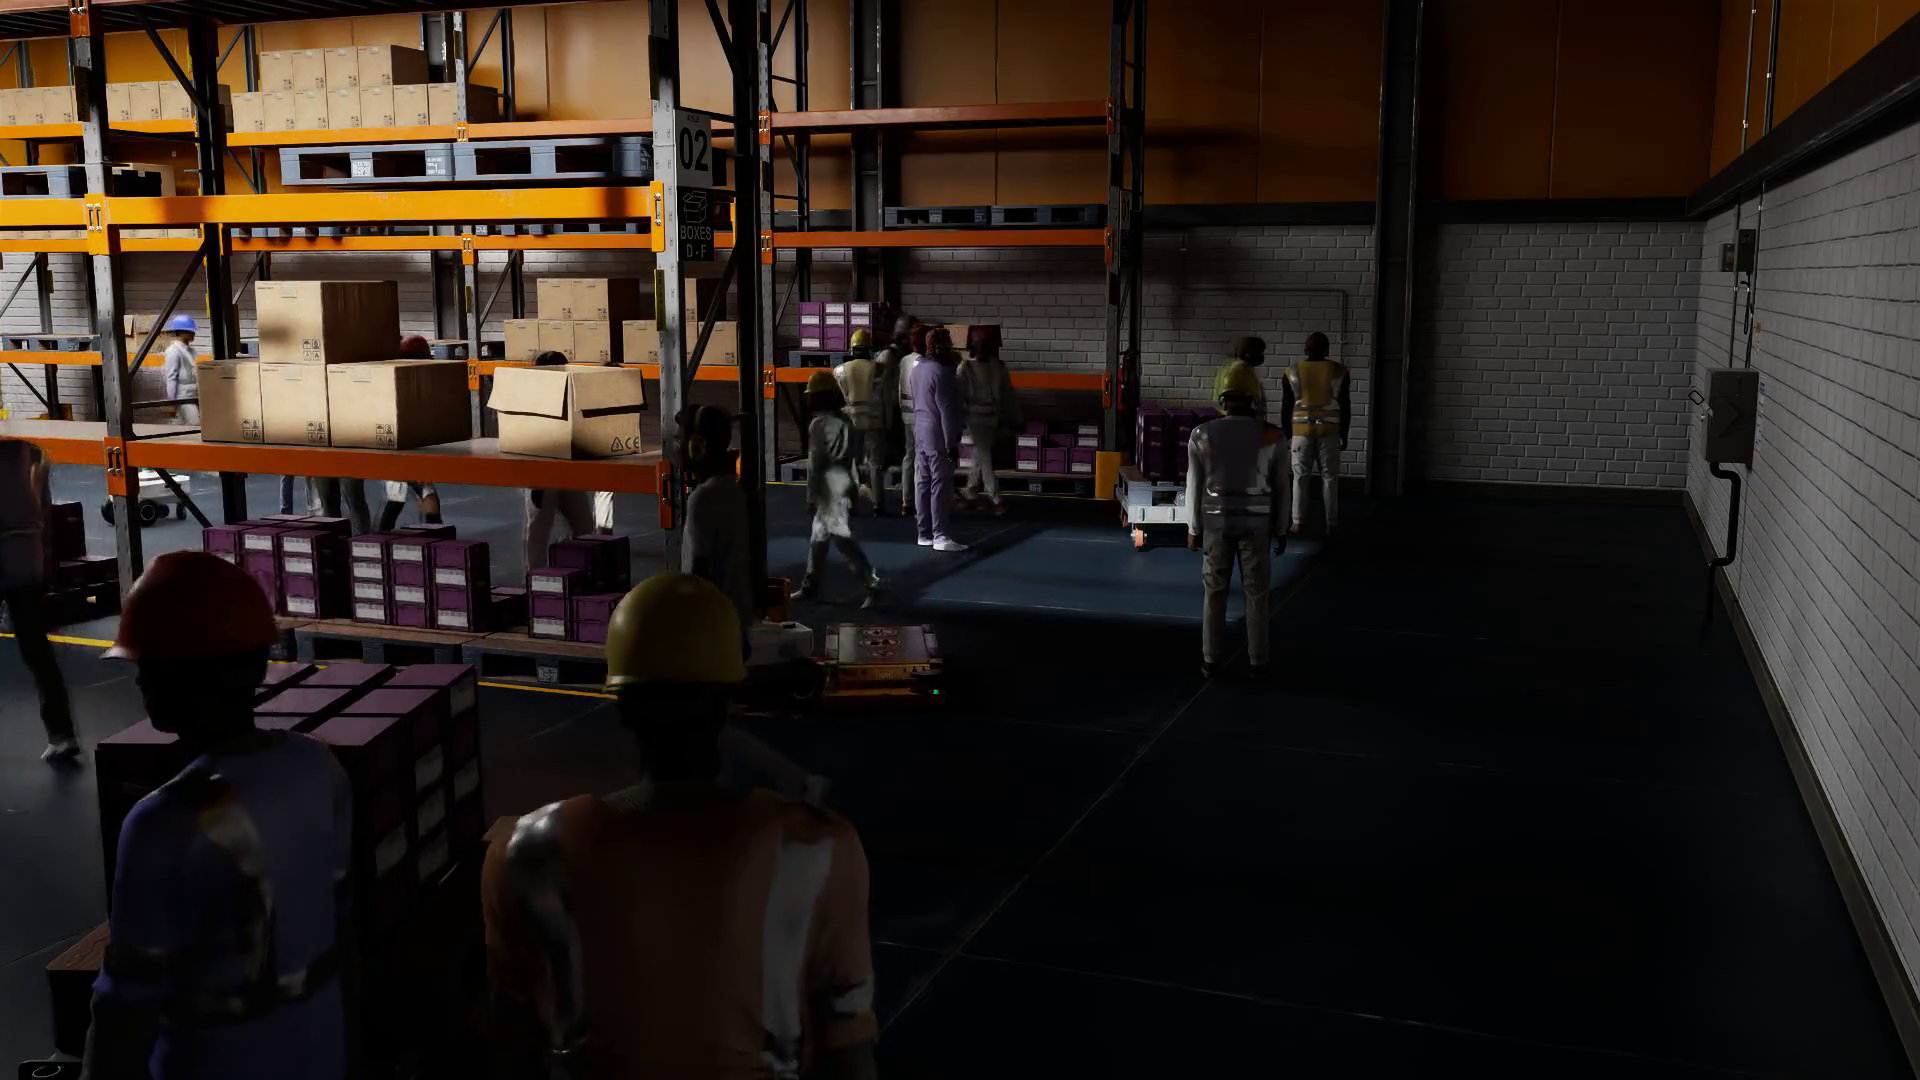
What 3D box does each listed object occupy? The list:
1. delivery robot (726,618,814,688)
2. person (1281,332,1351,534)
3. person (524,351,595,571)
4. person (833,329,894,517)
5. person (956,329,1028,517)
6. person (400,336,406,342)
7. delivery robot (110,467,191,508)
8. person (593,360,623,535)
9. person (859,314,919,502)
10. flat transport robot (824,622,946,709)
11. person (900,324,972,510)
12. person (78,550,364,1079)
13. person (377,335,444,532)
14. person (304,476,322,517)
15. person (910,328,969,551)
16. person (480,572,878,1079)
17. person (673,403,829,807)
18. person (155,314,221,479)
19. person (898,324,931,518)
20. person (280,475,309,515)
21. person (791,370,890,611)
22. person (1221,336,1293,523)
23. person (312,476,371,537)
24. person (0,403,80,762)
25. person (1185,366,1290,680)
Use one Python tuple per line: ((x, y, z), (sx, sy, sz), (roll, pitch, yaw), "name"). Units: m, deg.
((-1.171, 0.597, 9.064), (0.707, 0.478, 0.477), (-5, 10, -28), "delivery robot")
((3.237, -0.966, 15.147), (0.619, 1.845, 0.430), (2, 9, 12), "person")
((-2.798, -0.411, 11.704), (0.675, 1.821, 0.654), (5, 10, 27), "person")
((-0.939, -1.133, 16.216), (0.590, 1.835, 0.404), (0, 9, 3), "person")
((0.273, -1.147, 16.387), (0.703, 1.815, 0.967), (-7, 11, -38), "person")
((-6.734, -1.759, 19.673), (0.611, 1.986, 0.392), (-3, 10, -20), "person")
((-7.705, -0.480, 15.831), (0.477, 0.478, 0.707), (5, 10, 27), "delivery robot")
((-2.991, -0.700, 14.108), (0.313, 1.639, 0.517), (-3, 9, -16), "person")
((-0.631, -1.343, 16.888), (1.052, 2.000, 0.691), (5, 10, 28), "person")
((-0.448, 0.701, 9.598), (0.652, 0.197, 1.431), (-1, 9, -4), "flat transport robot")
((-0.290, -1.266, 16.924), (0.976, 1.882, 0.651), (8, 12, 39), "person")
((-1.286, 0.956, 2.953), (0.996, 1.890, 0.546), (0, 9, 3), "person")
((-4.157, -0.625, 12.867), (0.938, 1.875, 0.617), (-1, 9, -8), "person")
((-5.874, -1.000, 15.086), (0.681, 1.929, 0.420), (9, 13, 44), "person")
((-0.174, -0.857, 14.261), (0.410, 1.909, 0.643), (-5, 10, -26), "person")
((-0.428, 1.008, 2.589), (0.594, 1.898, 0.528), (-2, 9, -10), "person")
((-0.925, 0.370, 6.750), (0.714, 1.848, 0.519), (1, 9, 6), "person")
((-9.002, -1.646, 19.192), (0.900, 1.921, 0.609), (-1, 9, -7), "person")
((-0.390, -1.152, 16.178), (0.345, 1.883, 0.584), (-5, 10, -29), "person")
((-6.130, -0.975, 15.443), (0.533, 1.767, 0.313), (-8, 12, -41), "person")
((-0.863, -0.349, 11.743), (0.887, 1.697, 0.488), (4, 10, 25), "person")
((2.716, -1.044, 15.834), (1.004, 1.780, 0.633), (0, 9, 0), "person")
((-4.895, -0.687, 13.095), (0.628, 1.939, 0.373), (2, 9, 15), "person")
((-4.612, 0.154, 7.969), (0.670, 1.924, 0.599), (6, 11, 31), "person")
((1.618, -0.094, 9.708), (0.600, 1.827, 0.404), (2, 9, 12), "person")
